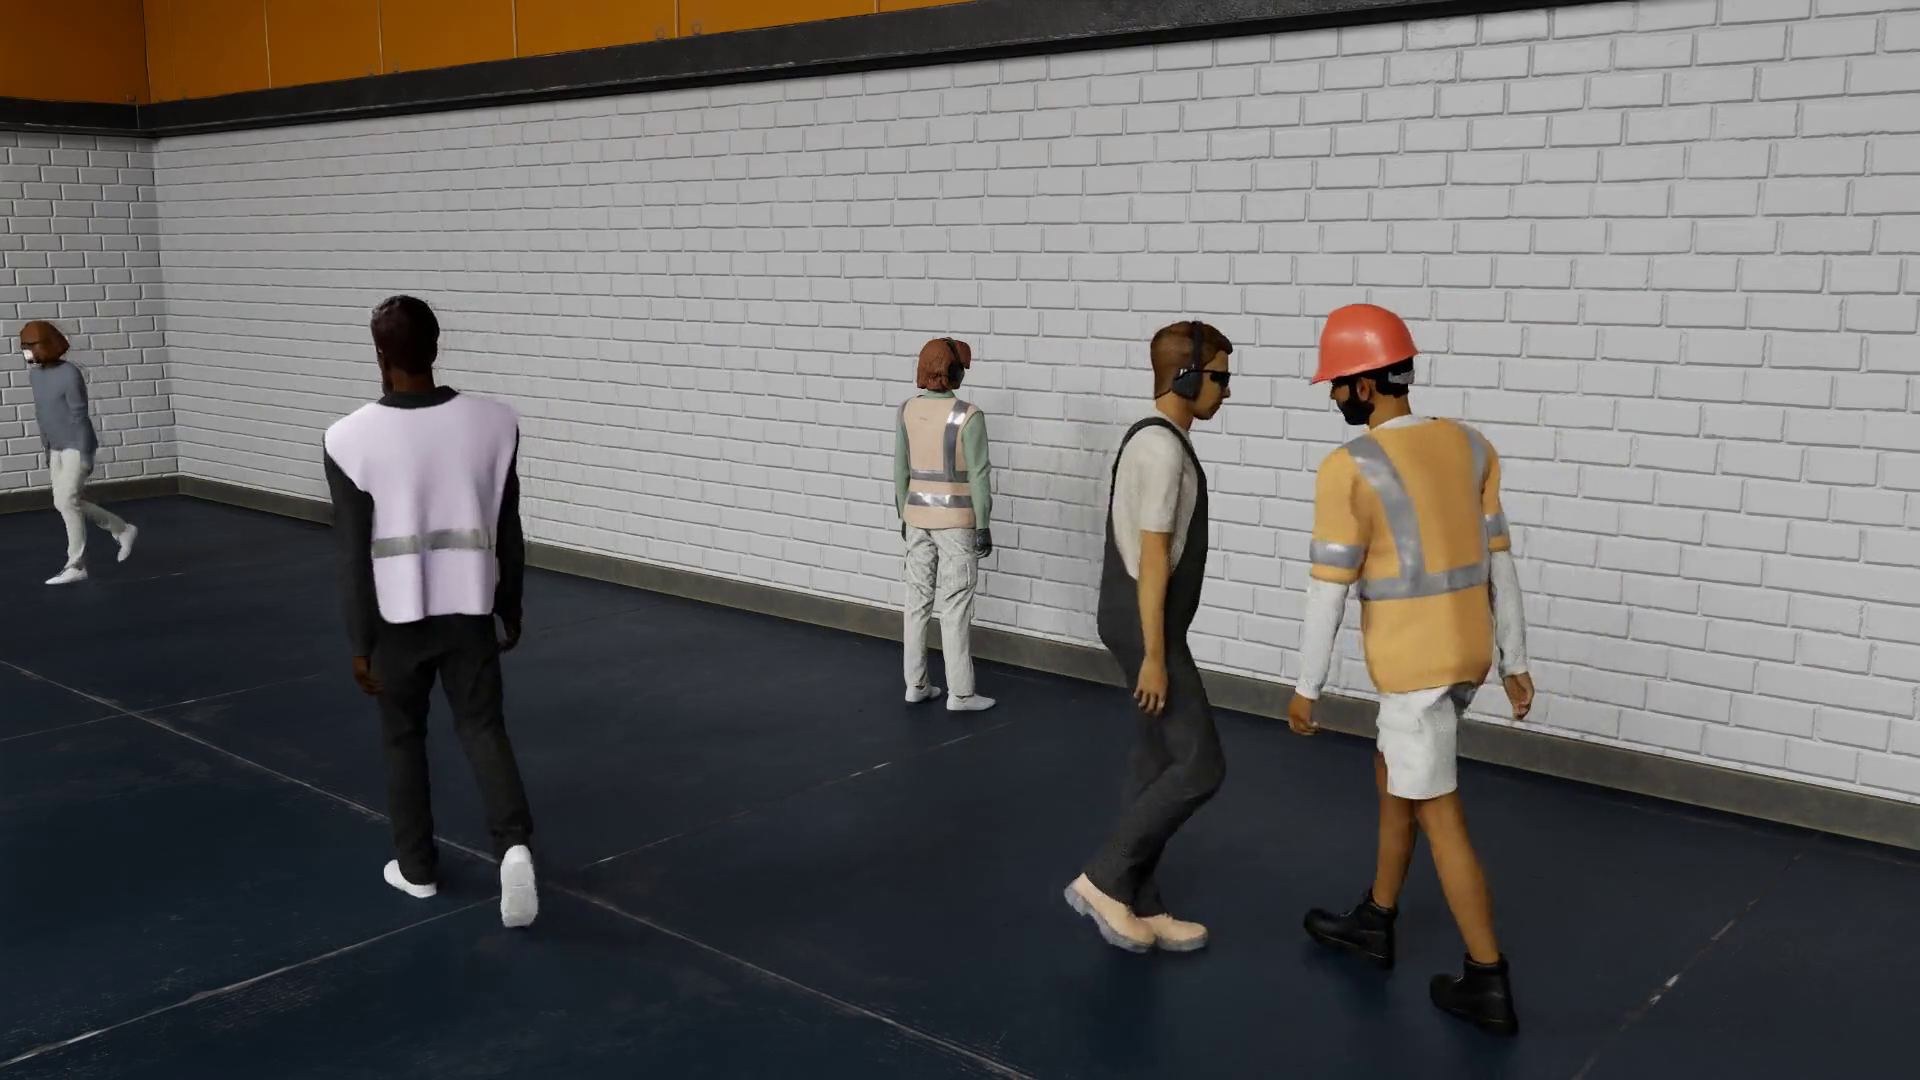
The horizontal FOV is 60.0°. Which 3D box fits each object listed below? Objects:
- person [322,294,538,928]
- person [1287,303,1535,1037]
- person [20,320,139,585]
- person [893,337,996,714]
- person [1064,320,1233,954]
[{"bbox_3d":[-1.556,0.219,4.968,0.594,1.895,0.788,-6,12,-32],"label":"person"},{"bbox_3d":[1.175,0.322,4.426,0.557,1.868,0.869,-6,12,-32],"label":"person"},{"bbox_3d":[-5.377,-0.549,10.168,0.505,1.605,0.580,7,12,33],"label":"person"},{"bbox_3d":[-0.074,-0.060,7.263,0.523,1.640,0.306,8,13,39],"label":"person"},{"bbox_3d":[0.585,0.291,4.747,0.387,1.820,0.555,1,10,4],"label":"person"}]
